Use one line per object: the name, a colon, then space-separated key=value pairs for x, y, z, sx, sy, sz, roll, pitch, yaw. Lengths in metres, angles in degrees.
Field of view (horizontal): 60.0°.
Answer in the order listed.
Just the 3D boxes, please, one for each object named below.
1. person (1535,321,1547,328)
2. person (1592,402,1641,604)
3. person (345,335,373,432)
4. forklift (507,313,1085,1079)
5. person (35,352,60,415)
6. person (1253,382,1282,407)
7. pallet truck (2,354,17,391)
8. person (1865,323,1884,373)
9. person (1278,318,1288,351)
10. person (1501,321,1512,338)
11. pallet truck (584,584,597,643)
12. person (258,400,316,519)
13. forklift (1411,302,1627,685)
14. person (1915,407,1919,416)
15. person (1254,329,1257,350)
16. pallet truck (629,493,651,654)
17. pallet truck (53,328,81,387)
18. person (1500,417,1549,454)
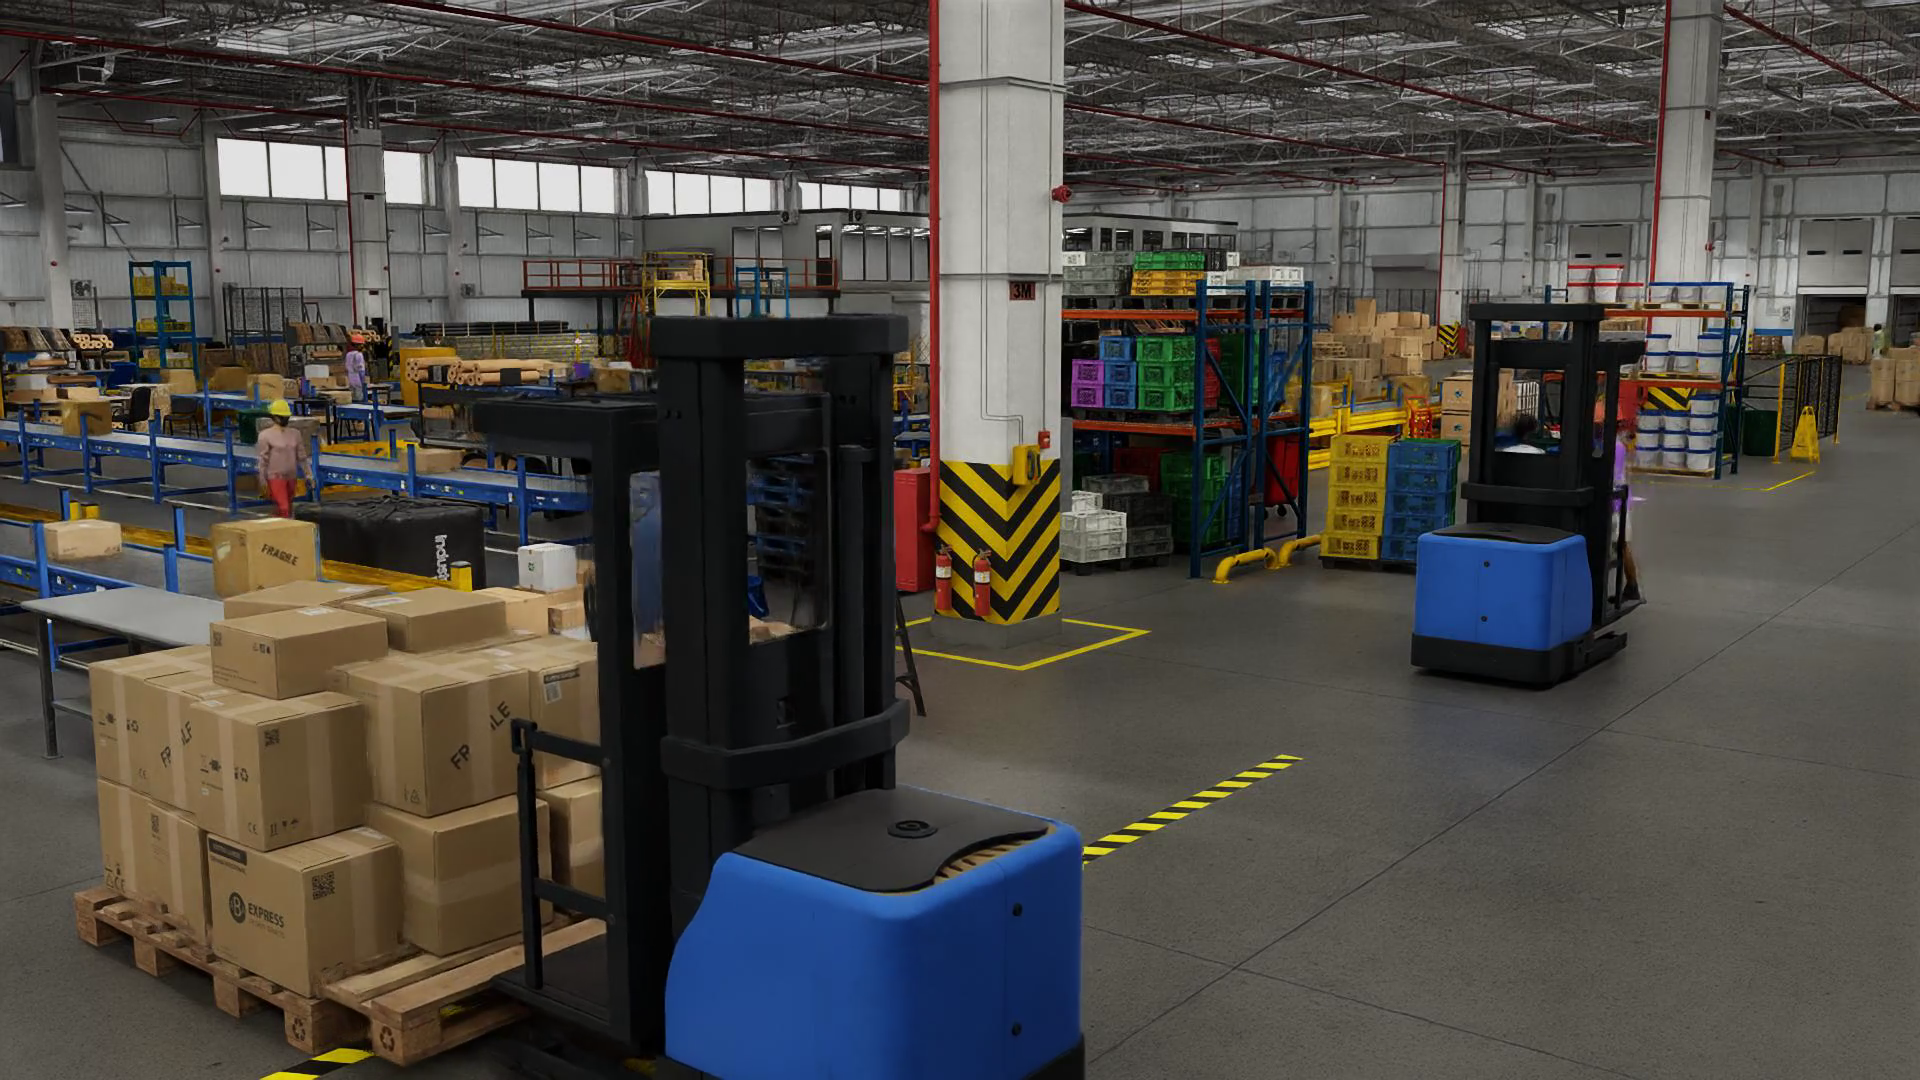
person: x=25.879 y=-9.063 z=74.201 sx=0.546 sy=1.925 sz=0.415 roll=0 pitch=8 yaw=1
person: x=5.914 y=-0.333 z=15.478 sx=0.985 sy=1.883 sz=0.549 roll=0 pitch=8 yaw=-1
person: x=-12.563 y=-3.263 z=34.728 sx=0.605 sy=2.037 sz=0.394 roll=8 pitch=12 yaw=43
forklift: x=-0.583 y=0.610 z=5.788 sx=1.873 sy=2.768 sz=1.129 roll=7 pitch=11 yaw=37
person: x=-19.542 y=-3.354 z=35.871 sx=0.653 sy=1.873 sz=0.859 roll=5 pitch=10 yaw=33
person: x=5.674 y=-2.433 z=30.616 sx=0.511 sy=1.595 sz=0.845 roll=6 pitch=10 yaw=34
pallet truck: x=-24.881 y=-4.417 z=42.634 sx=1.885 sy=1.965 sz=0.823 roll=8 pitch=11 yaw=41
person: x=33.280 y=-6.937 z=60.227 sx=0.730 sy=1.820 sz=0.624 roll=7 pitch=11 yaw=39
person: x=15.385 y=-9.801 z=79.090 sx=0.604 sy=1.949 sz=0.389 roll=-3 pitch=9 yaw=-17
person: x=26.075 y=-9.779 z=79.363 sx=0.632 sy=1.829 sz=0.455 roll=-4 pitch=9 yaw=-26
pallet truck: x=-1.426 y=0.805 z=10.019 sx=1.601 sy=1.201 sz=0.680 roll=-4 pitch=9 yaw=-26
person: x=-7.321 y=-0.654 z=18.165 sx=0.861 sy=1.727 sz=0.540 roll=5 pitch=10 yaw=29
forklift: x=4.379 y=-0.438 z=12.852 sx=1.129 sy=2.768 sz=1.873 roll=7 pitch=11 yaw=37
person: x=22.086 y=-3.628 z=37.635 sx=0.595 sy=1.916 sz=0.588 roll=-8 pitch=12 yaw=-43
person: x=15.144 y=-10.675 z=84.890 sx=0.724 sy=1.969 sz=0.662 roll=3 pitch=9 yaw=21
pallet truck: x=-3.115 y=0.344 z=12.883 sx=0.653 sy=1.274 sz=1.630 roll=7 pitch=11 yaw=37
pallet truck: x=-23.775 y=-4.544 z=43.495 sx=1.885 sy=1.965 sz=0.823 roll=6 pitch=10 yaw=35
person: x=5.708 y=-0.429 z=16.919 sx=0.546 sy=1.644 sz=0.892 roll=6 pitch=10 yaw=34
